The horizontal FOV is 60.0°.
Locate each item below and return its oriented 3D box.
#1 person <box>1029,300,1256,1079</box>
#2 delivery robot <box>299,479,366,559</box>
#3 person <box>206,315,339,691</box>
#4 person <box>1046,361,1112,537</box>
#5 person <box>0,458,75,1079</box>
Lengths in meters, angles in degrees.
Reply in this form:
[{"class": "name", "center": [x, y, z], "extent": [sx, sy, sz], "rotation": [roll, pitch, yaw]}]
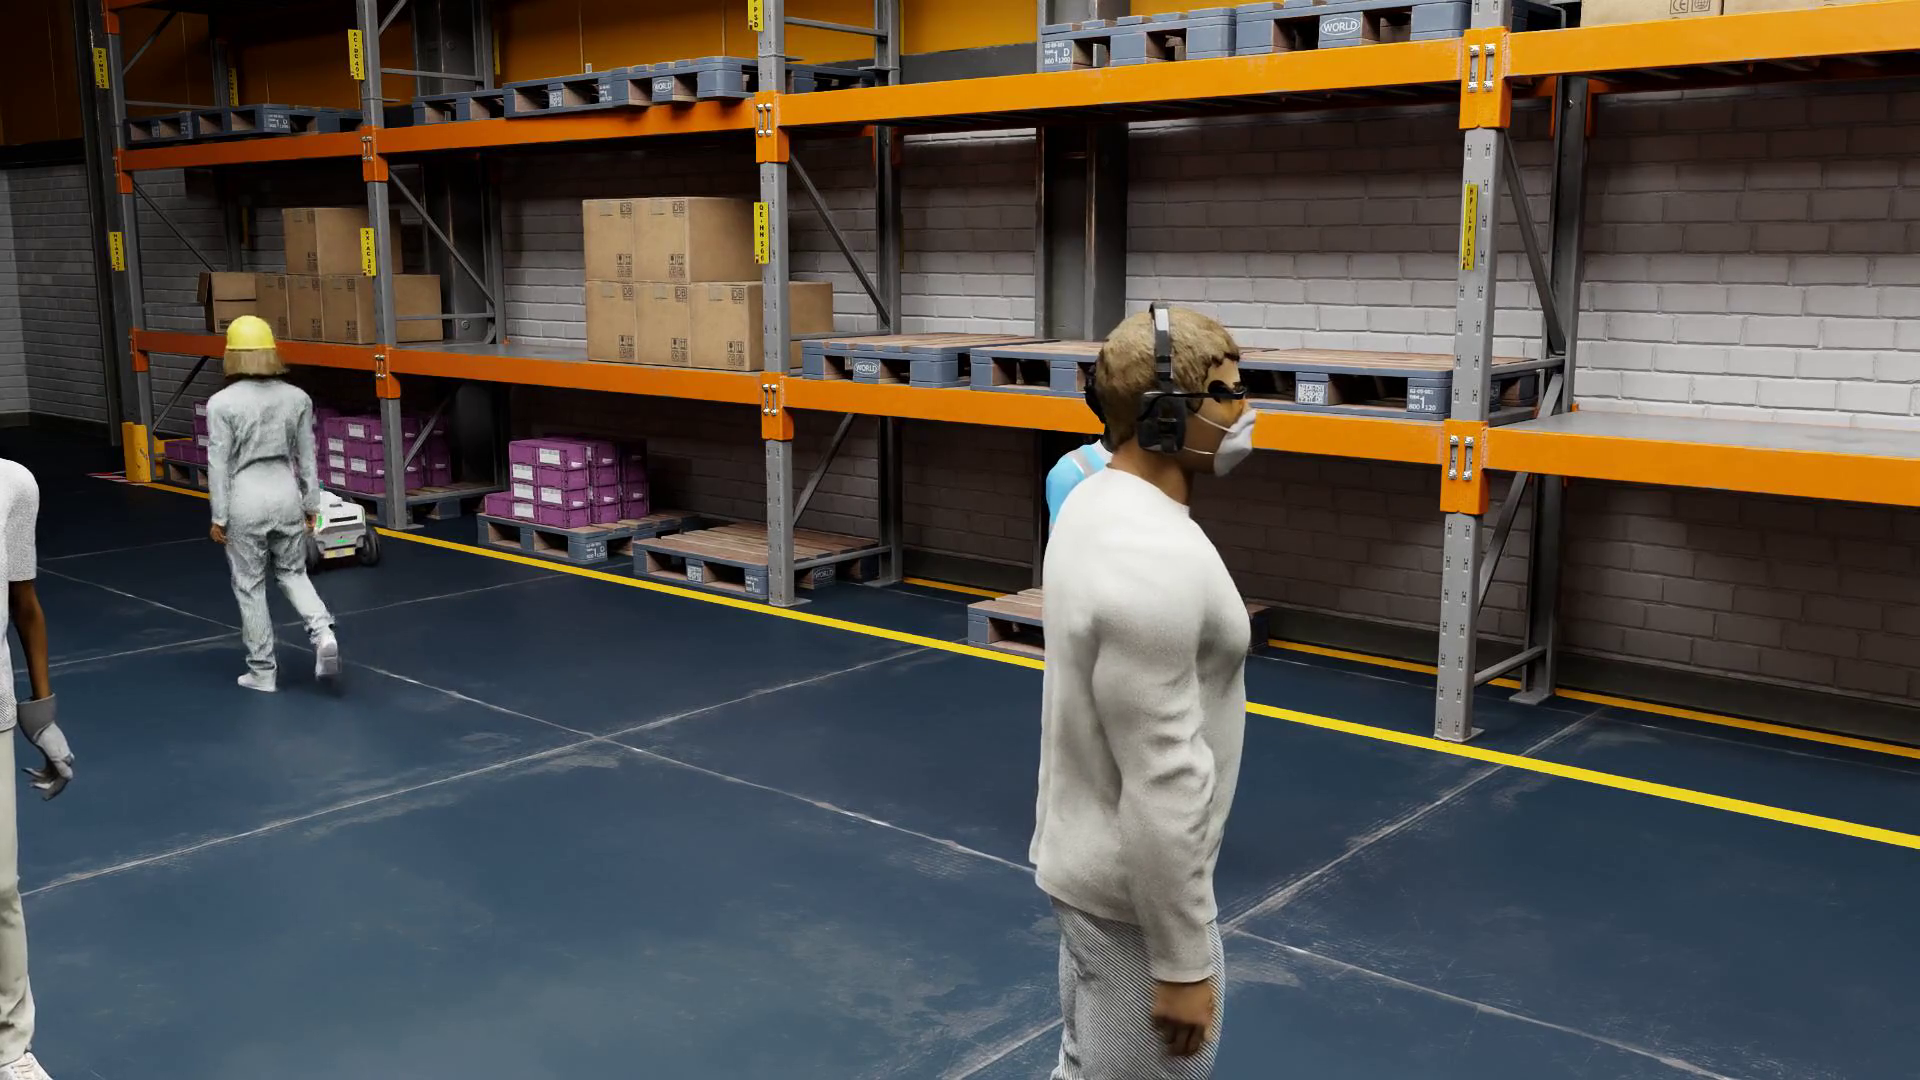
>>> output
[{"class": "person", "center": [0.302, 0.585, 2.743], "extent": [0.370, 1.940, 0.627], "rotation": [-1, 10, -4]}, {"class": "delivery robot", "center": [-4.081, -0.142, 10.539], "extent": [0.707, 0.478, 0.477], "rotation": [9, 14, 41]}, {"class": "person", "center": [-3.109, -0.143, 7.487], "extent": [0.563, 1.724, 0.491], "rotation": [8, 13, 40]}, {"class": "person", "center": [0.500, 0.249, 5.341], "extent": [0.540, 1.696, 0.316], "rotation": [-9, 13, -41]}, {"class": "person", "center": [-2.289, 0.444, 3.751], "extent": [0.520, 1.868, 0.335], "rotation": [-9, 13, -42]}]
